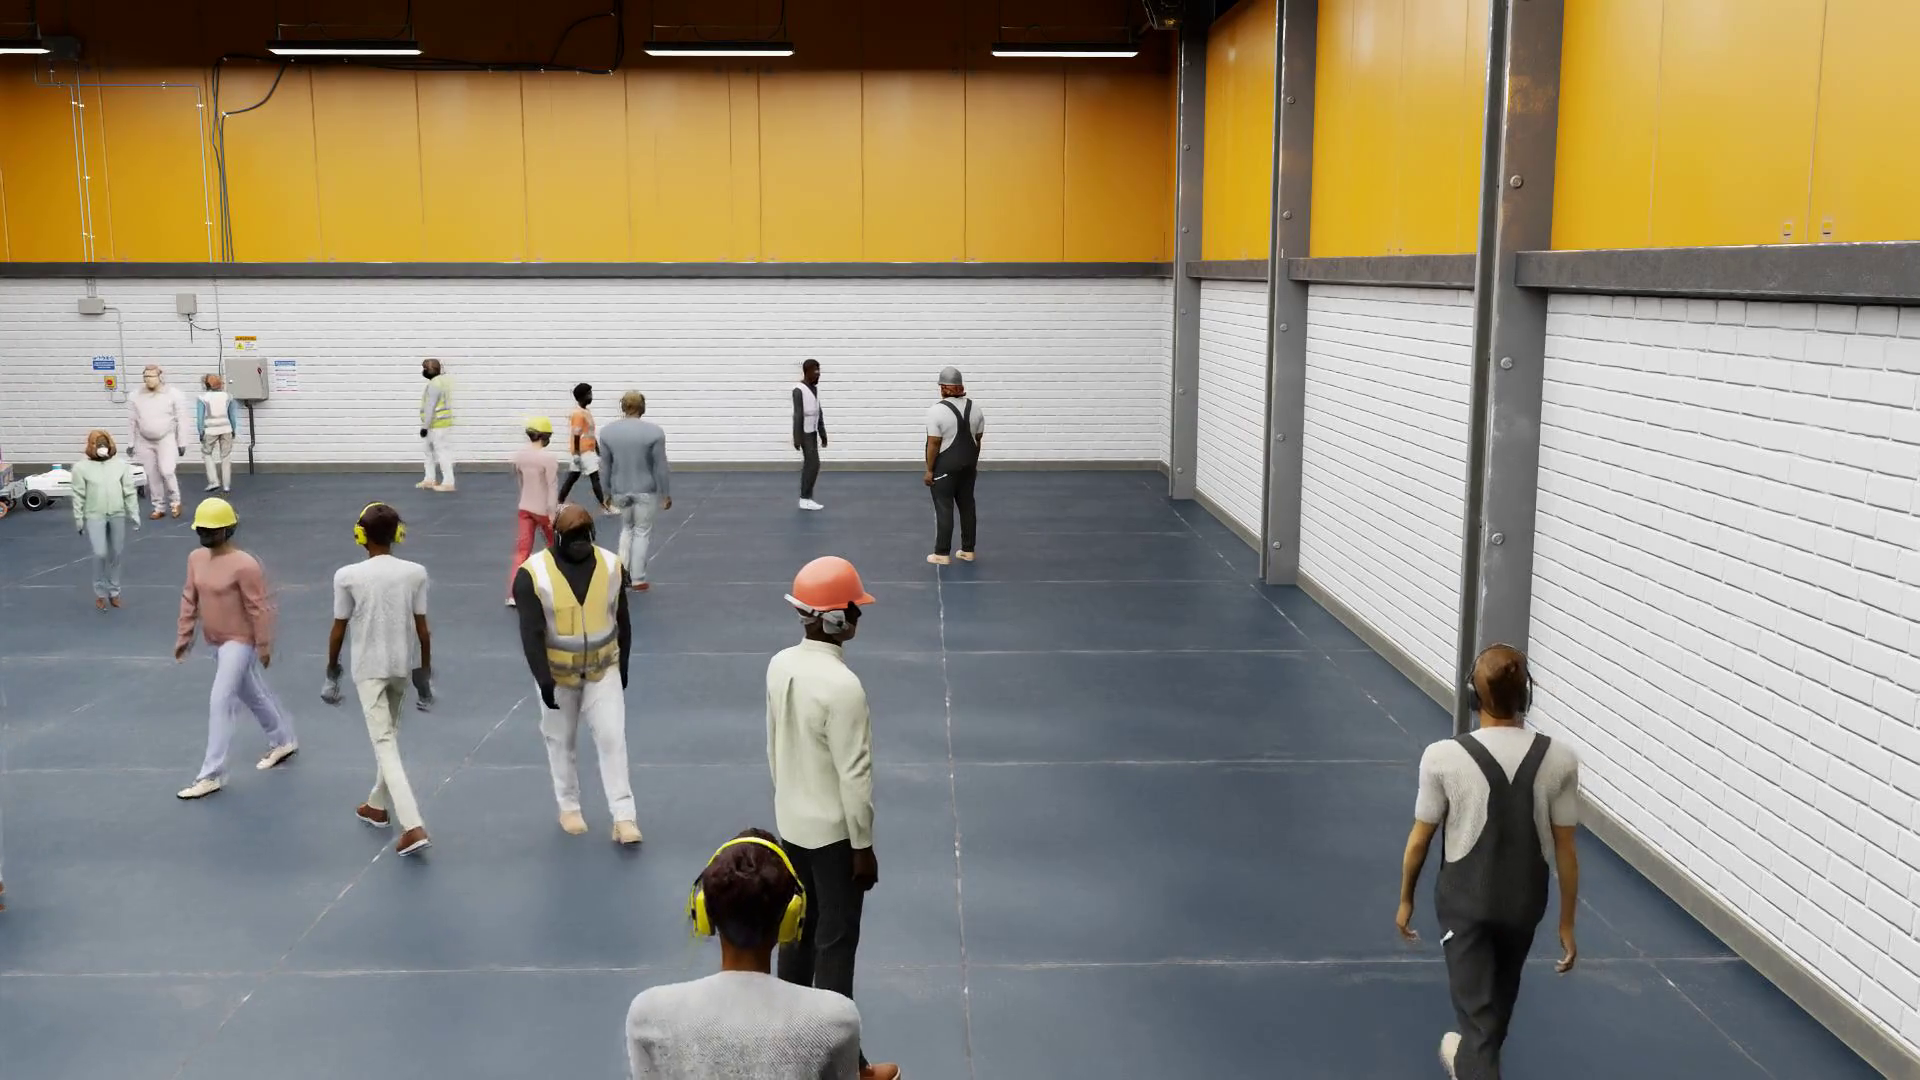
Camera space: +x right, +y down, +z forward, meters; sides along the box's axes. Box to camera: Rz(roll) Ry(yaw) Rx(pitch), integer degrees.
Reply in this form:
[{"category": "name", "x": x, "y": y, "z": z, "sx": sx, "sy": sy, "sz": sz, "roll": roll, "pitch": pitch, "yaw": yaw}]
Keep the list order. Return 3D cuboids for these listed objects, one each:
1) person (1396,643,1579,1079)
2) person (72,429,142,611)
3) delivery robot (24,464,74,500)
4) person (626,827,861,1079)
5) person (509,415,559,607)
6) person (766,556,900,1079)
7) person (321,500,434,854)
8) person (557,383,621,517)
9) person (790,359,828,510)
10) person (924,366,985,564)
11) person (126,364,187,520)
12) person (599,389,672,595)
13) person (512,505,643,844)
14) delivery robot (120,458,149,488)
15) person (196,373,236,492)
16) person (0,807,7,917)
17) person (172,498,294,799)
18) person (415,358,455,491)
[{"category": "person", "x": 1.765, "y": 1.225, "z": 5.649, "sx": 0.538, "sy": 1.794, "sz": 0.947, "roll": 0, "pitch": 9, "yaw": 0}, {"category": "person", "x": -7.569, "y": -0.174, "z": 14.806, "sx": 0.561, "sy": 1.616, "sz": 0.502, "roll": 9, "pitch": 13, "yaw": 44}, {"category": "delivery robot", "x": -11.412, "y": -0.713, "z": 21.052, "sx": 0.707, "sy": 0.478, "sz": 0.477, "roll": -2, "pitch": 9, "yaw": -15}, {"category": "person", "x": -0.450, "y": 1.522, "z": 3.698, "sx": 0.557, "sy": 1.844, "sz": 0.729, "roll": 0, "pitch": 9, "yaw": 1}, {"category": "person", "x": -3.778, "y": -0.269, "z": 15.069, "sx": 0.535, "sy": 1.711, "sz": 0.899, "roll": 5, "pitch": 11, "yaw": 29}, {"category": "person", "x": -0.485, "y": 1.047, "z": 6.141, "sx": 0.379, "sy": 1.996, "sz": 0.609, "roll": -6, "pitch": 11, "yaw": -34}, {"category": "person", "x": -3.035, "y": 0.705, "z": 8.760, "sx": 0.956, "sy": 1.834, "sz": 0.514, "roll": 8, "pitch": 13, "yaw": 42}, {"category": "person", "x": -4.596, "y": -1.098, "z": 20.339, "sx": 0.874, "sy": 1.649, "sz": 0.531, "roll": -1, "pitch": 9, "yaw": -7}, {"category": "person", "x": -1.871, "y": -1.327, "z": 20.948, "sx": 0.516, "sy": 1.908, "sz": 0.626, "roll": 3, "pitch": 10, "yaw": 18}, {"category": "person", "x": -0.116, "y": -0.776, "z": 17.182, "sx": 0.674, "sy": 2.000, "sz": 0.535, "roll": -7, "pitch": 12, "yaw": -36}, {"category": "person", "x": -9.718, "y": -1.177, "z": 20.114, "sx": 0.652, "sy": 1.891, "sz": 0.456, "roll": 0, "pitch": 9, "yaw": -2}, {"category": "person", "x": -3.003, "y": -0.447, "z": 15.517, "sx": 0.639, "sy": 1.920, "sz": 0.442, "roll": 2, "pitch": 10, "yaw": 14}, {"category": "person", "x": -1.980, "y": 0.721, "z": 8.724, "sx": 0.635, "sy": 1.805, "sz": 0.865, "roll": -5, "pitch": 10, "yaw": -26}, {"category": "delivery robot", "x": -10.988, "y": -0.831, "z": 21.774, "sx": 0.477, "sy": 0.478, "sz": 0.707, "roll": 3, "pitch": 10, "yaw": 16}, {"category": "person", "x": -10.104, "y": -1.454, "z": 22.624, "sx": 0.564, "sy": 1.628, "sz": 0.406, "roll": -9, "pitch": 13, "yaw": -43}, {"category": "person", "x": -4.687, "y": 0.818, "z": 7.726, "sx": 0.354, "sy": 1.937, "sz": 0.635, "roll": -3, "pitch": 10, "yaw": -20}, {"category": "person", "x": -4.298, "y": 0.591, "z": 9.810, "sx": 0.525, "sy": 1.718, "sz": 0.903, "roll": 5, "pitch": 11, "yaw": 30}, {"category": "person", "x": -7.246, "y": -1.560, "z": 22.684, "sx": 0.699, "sy": 1.821, "sz": 0.630, "roll": -2, "pitch": 9, "yaw": -10}]
